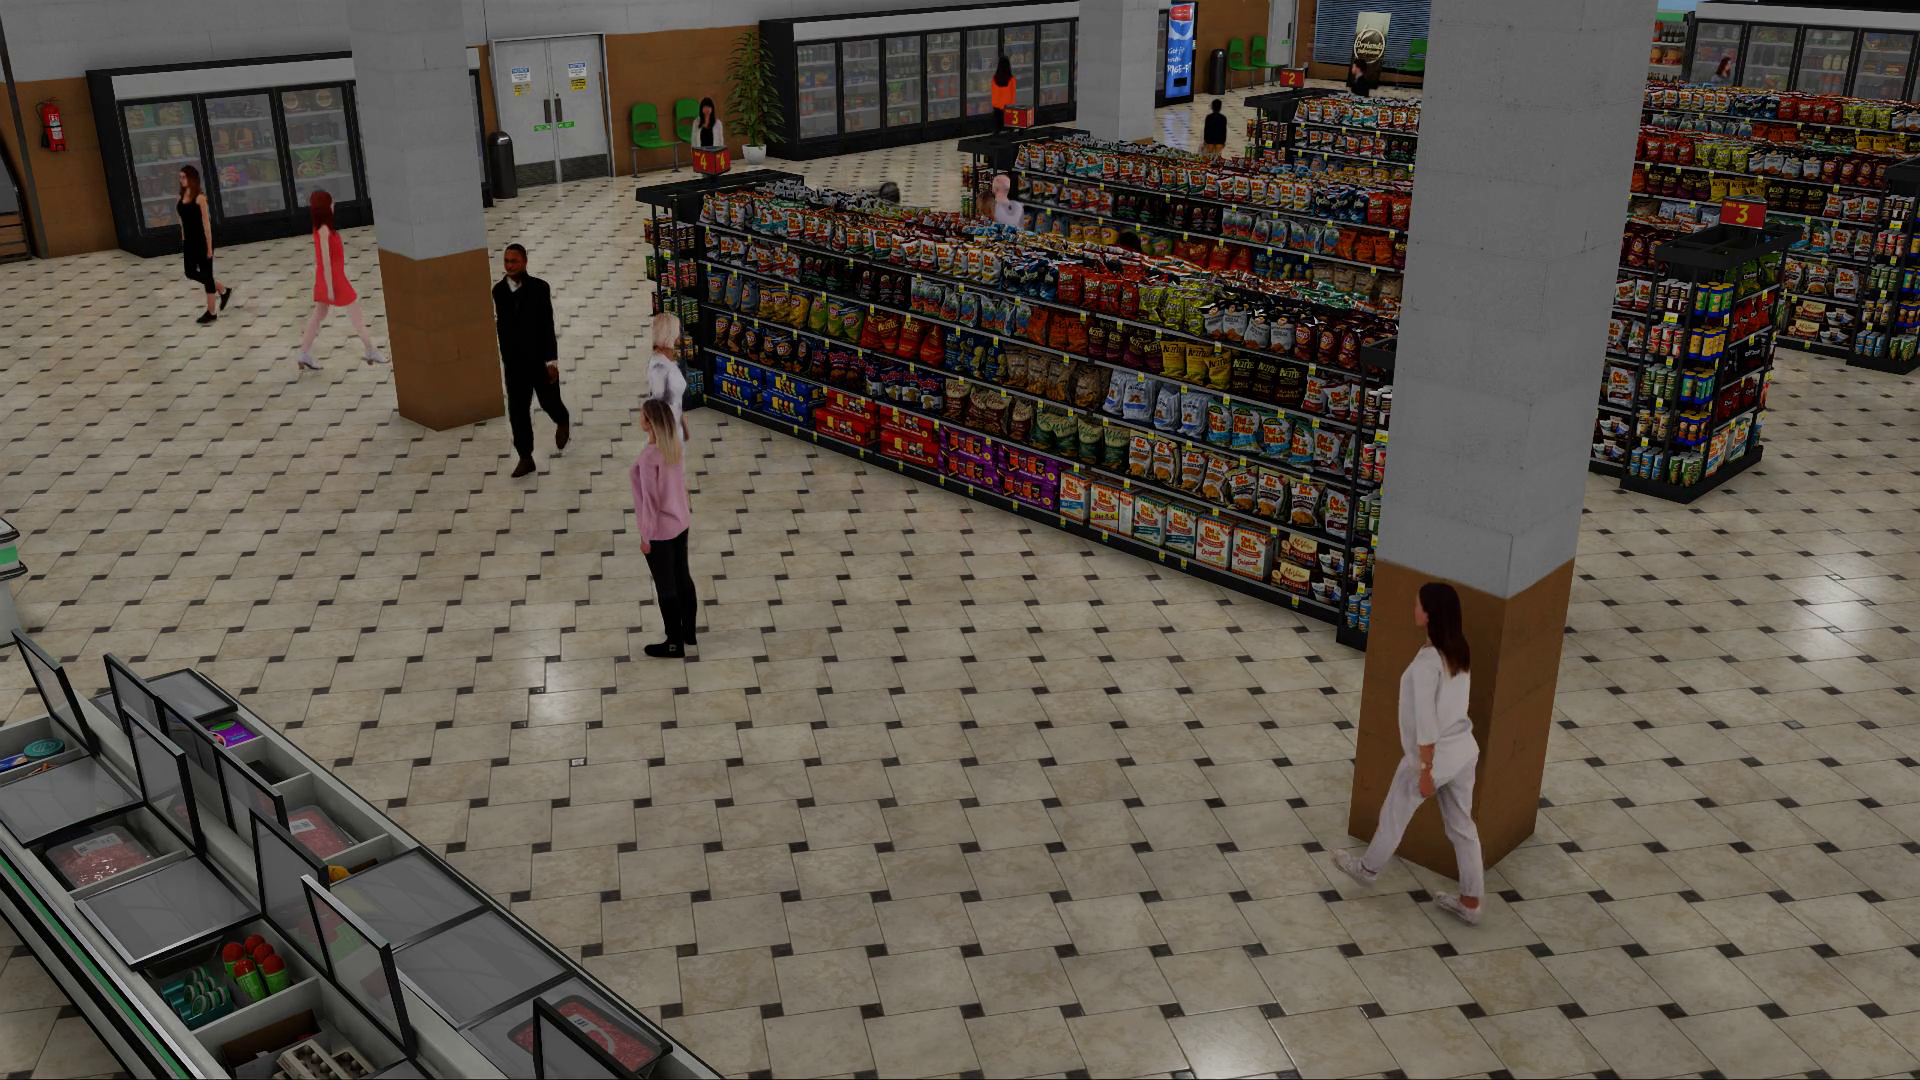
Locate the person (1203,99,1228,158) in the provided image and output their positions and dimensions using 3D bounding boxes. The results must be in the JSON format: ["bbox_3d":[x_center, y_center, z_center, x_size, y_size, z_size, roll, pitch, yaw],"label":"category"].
[{"bbox_3d":[4.146,-6.527,27.060,0.608,1.270,0.677,2,22,6],"label":"person"}]

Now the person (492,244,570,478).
[{"bbox_3d":[-3.521,-1.512,13.760,1.232,1.880,1.208,3,22,7],"label":"person"}]

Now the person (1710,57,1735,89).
[{"bbox_3d":[13.237,-7.609,29.198,0.768,1.682,0.830,-9,24,-21],"label":"person"}]

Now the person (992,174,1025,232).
[{"bbox_3d":[0.469,-2.828,17.111,0.660,1.823,0.862,-20,29,-40],"label":"person"}]

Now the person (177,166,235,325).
[{"bbox_3d":[-8.330,-3.274,18.360,0.838,1.719,0.783,11,25,26],"label":"person"}]

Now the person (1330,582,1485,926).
[{"bbox_3d":[2.280,1.036,7.731,0.962,1.647,0.599,20,29,41],"label":"person"}]

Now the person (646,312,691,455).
[{"bbox_3d":[-2.175,-0.774,12.144,0.787,1.715,0.757,8,23,19],"label":"person"}]

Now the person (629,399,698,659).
[{"bbox_3d":[-1.844,-0.077,10.447,0.668,1.687,0.674,8,23,20],"label":"person"}]

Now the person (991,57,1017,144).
[{"bbox_3d":[0.712,-7.375,28.580,1.108,1.709,0.977,8,23,20],"label":"person"}]

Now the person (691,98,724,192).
[{"bbox_3d":[-3.697,-5.630,24.373,1.045,1.607,1.116,0,22,-1],"label":"person"}]

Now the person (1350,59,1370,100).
[{"bbox_3d":[6.571,-6.826,27.041,1.323,1.837,1.046,8,23,19],"label":"person"}]

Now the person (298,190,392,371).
[{"bbox_3d":[-6.273,-2.494,16.339,0.874,1.780,1.109,-12,25,-27],"label":"person"}]
